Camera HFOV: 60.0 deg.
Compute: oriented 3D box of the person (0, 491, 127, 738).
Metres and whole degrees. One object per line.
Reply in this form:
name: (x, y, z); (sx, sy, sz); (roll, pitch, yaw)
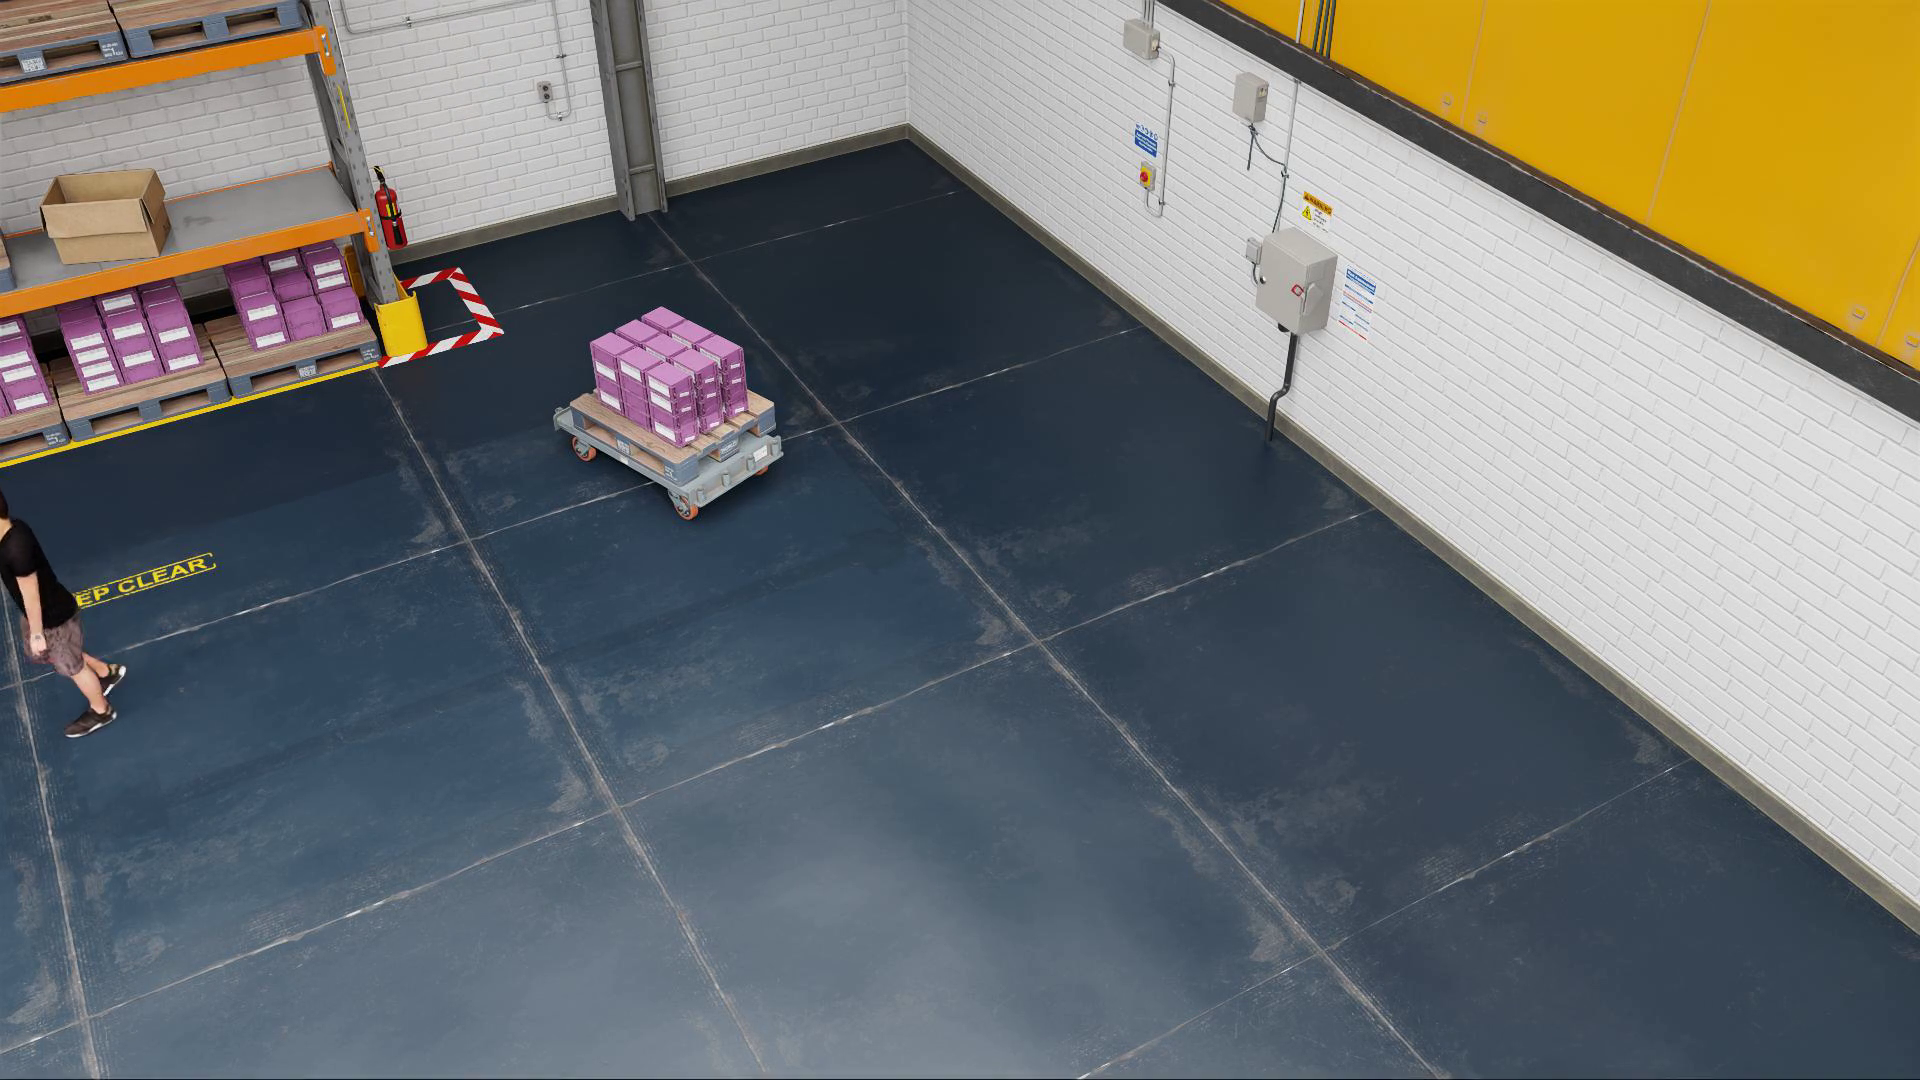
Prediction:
person: (-5.465, 0.383, 10.122); (0.787, 1.846, 0.813); (32, 48, 33)
